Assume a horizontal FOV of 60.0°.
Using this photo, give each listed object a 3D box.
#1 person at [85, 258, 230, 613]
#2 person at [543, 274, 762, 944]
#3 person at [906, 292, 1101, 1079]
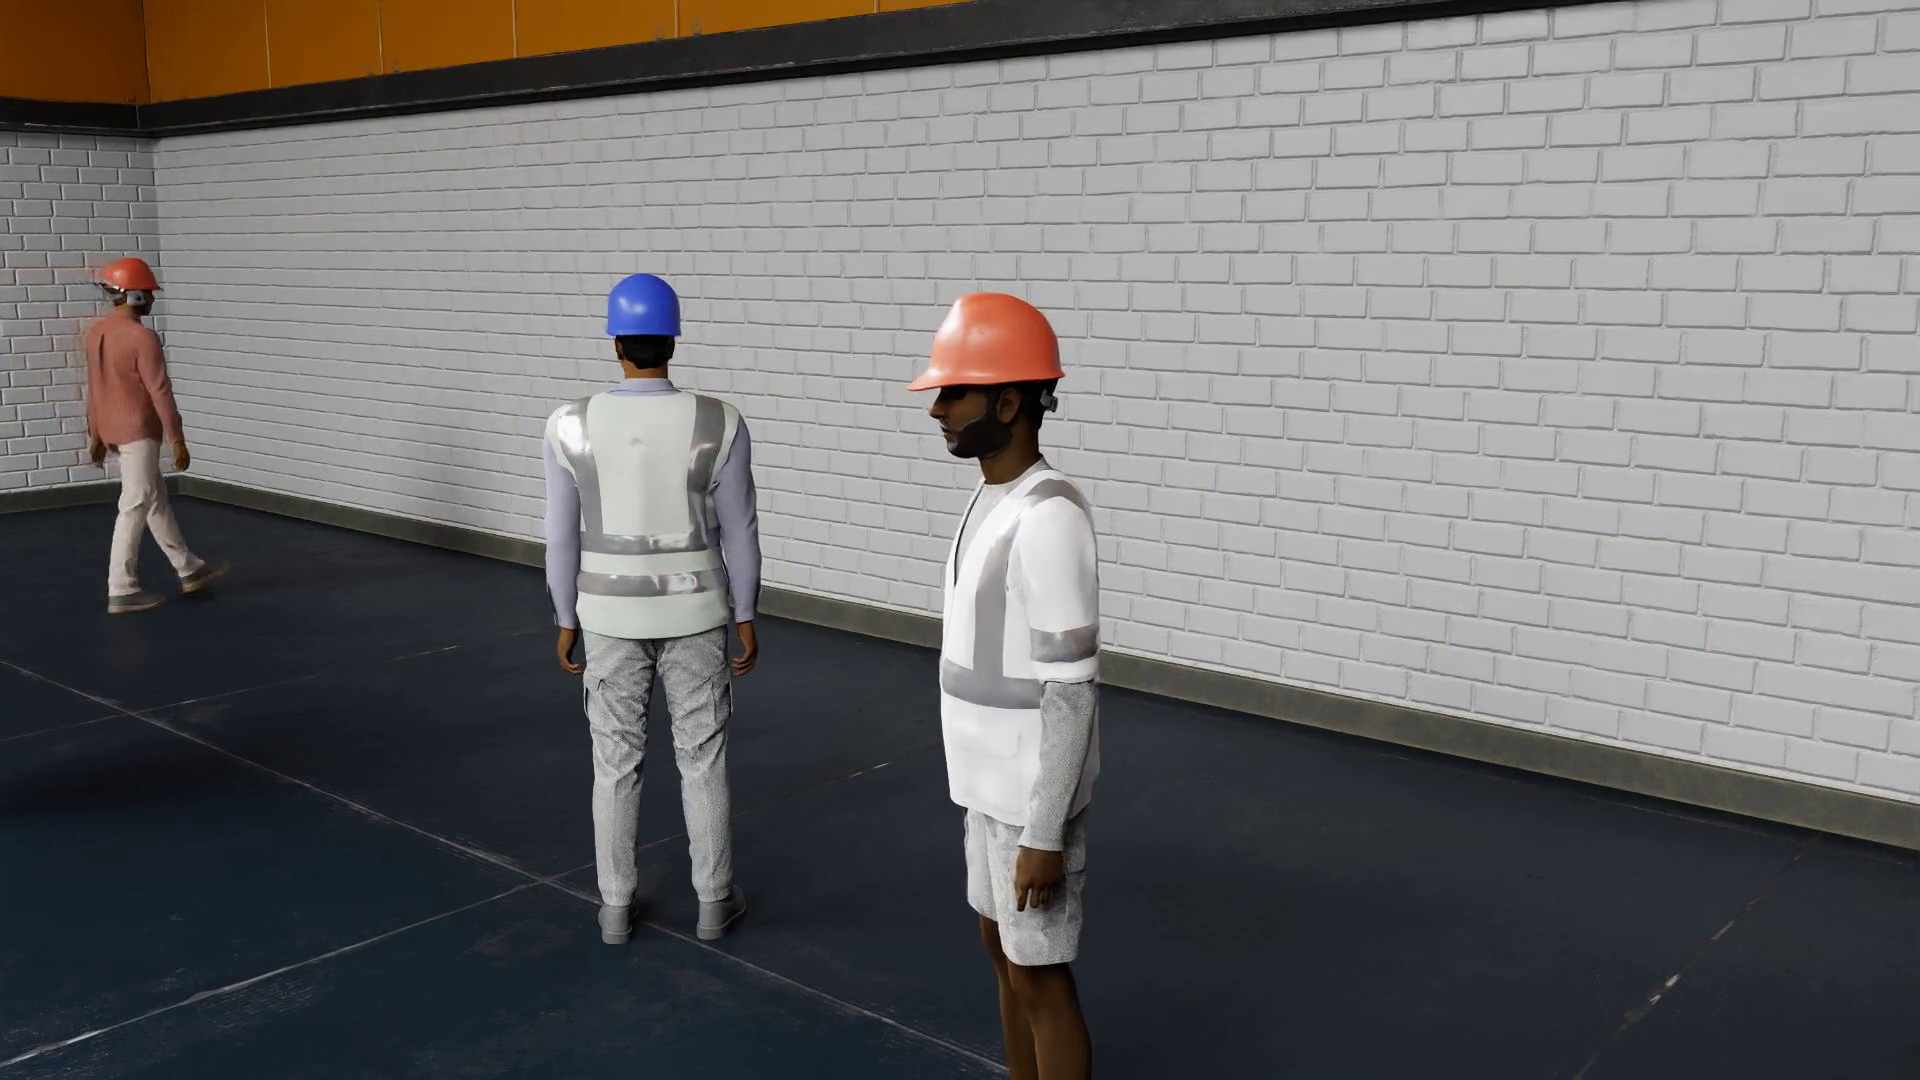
[{"bbox_3d":[-4.553,-0.605,9.465,0.656,1.958,0.895,7,12,35],"label":"person"},{"bbox_3d":[-0.880,0.213,4.829,0.615,1.946,0.391,-1,10,-4],"label":"person"},{"bbox_3d":[0.086,0.480,3.339,0.376,1.936,0.549,-2,10,-12],"label":"person"}]
